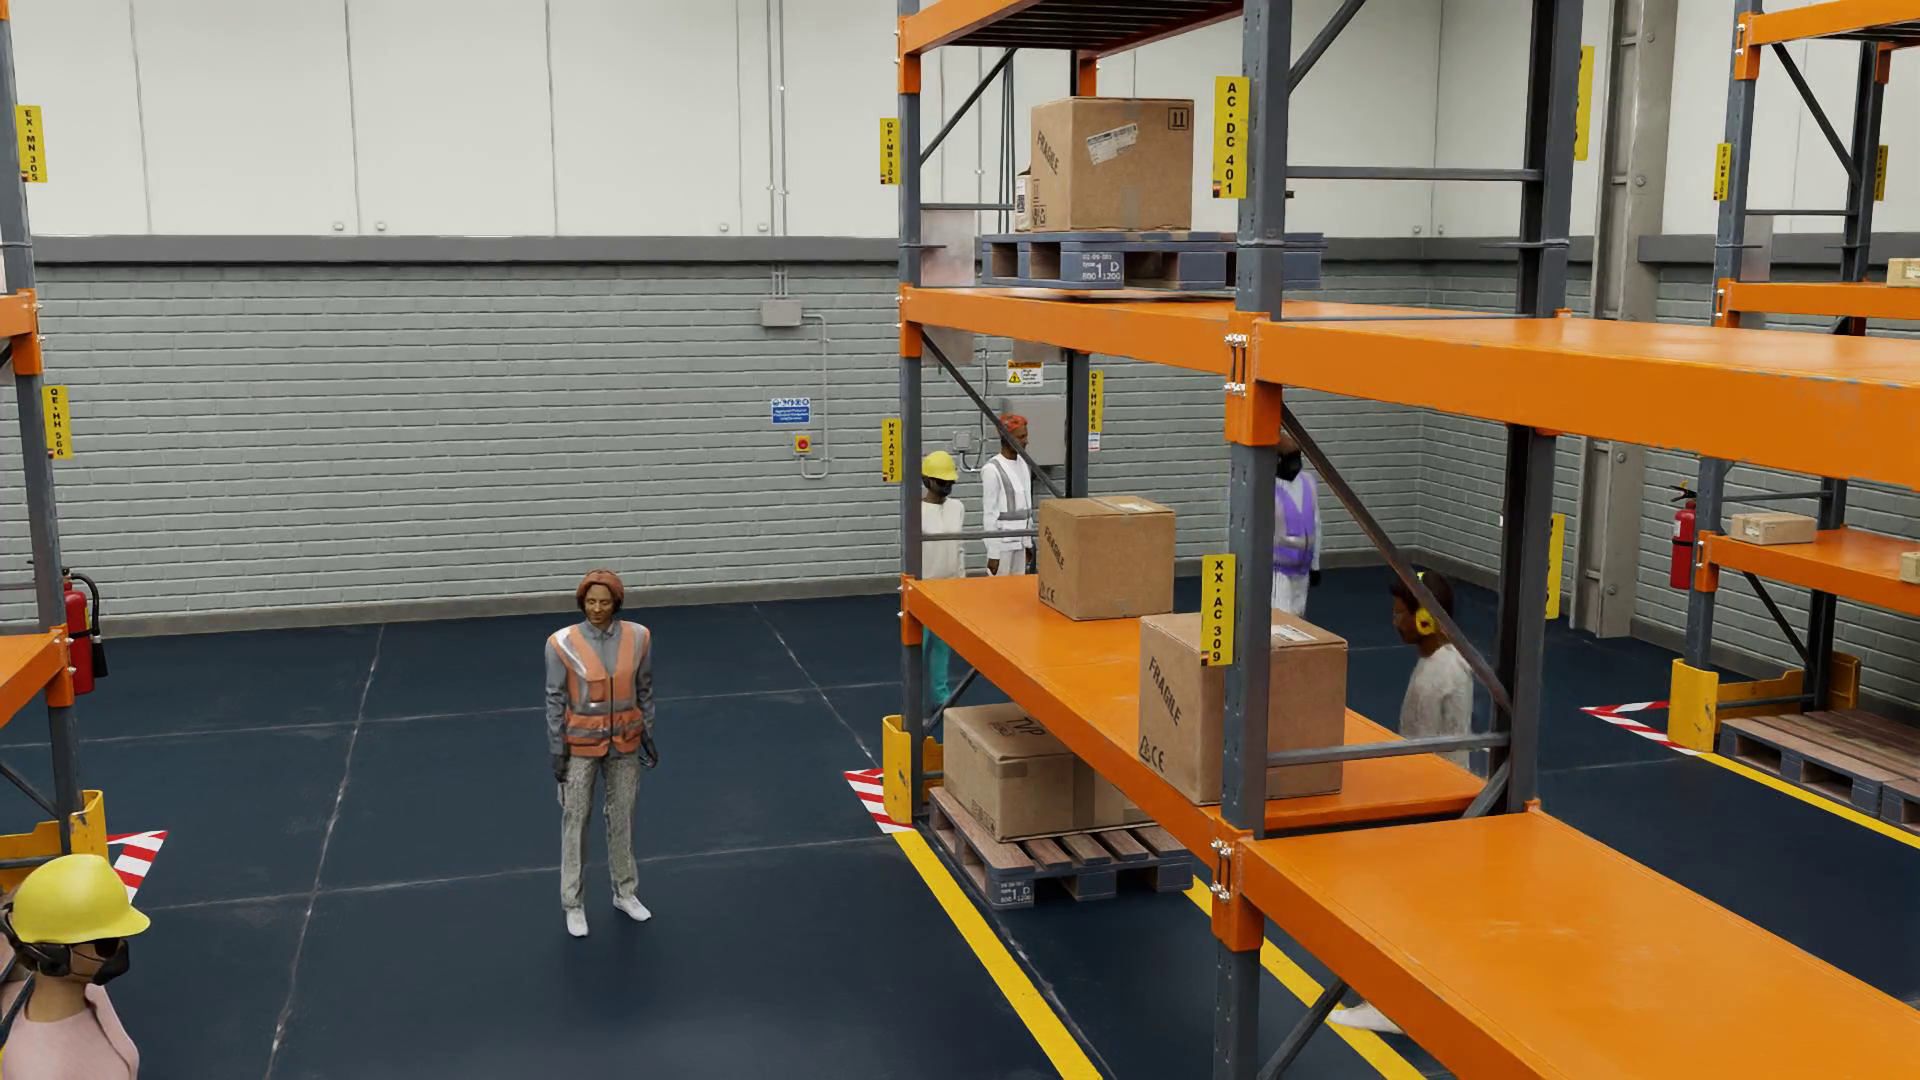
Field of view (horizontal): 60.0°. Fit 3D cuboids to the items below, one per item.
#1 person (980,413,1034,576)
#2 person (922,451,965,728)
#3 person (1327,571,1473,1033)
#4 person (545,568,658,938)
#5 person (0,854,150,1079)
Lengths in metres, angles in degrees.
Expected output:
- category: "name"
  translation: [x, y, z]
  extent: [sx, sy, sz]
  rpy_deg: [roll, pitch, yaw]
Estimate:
- category: "person"
  translation: [0.343, 0.035, 11.858]
  extent: [0.351, 1.878, 0.568]
  rpy_deg: [6, 11, 29]
- category: "person"
  translation: [-0.144, 0.308, 10.608]
  extent: [0.533, 1.765, 0.330]
  rpy_deg: [-10, 14, -44]
- category: "person"
  translation: [1.814, 1.019, 6.341]
  extent: [0.677, 1.844, 0.521]
  rpy_deg: [4, 11, 24]
- category: "person"
  translation: [-1.594, 0.931, 7.421]
  extent: [0.515, 1.636, 0.314]
  rpy_deg: [-7, 12, -34]
- category: "person"
  translation: [-1.902, 1.532, 3.654]
  extent: [0.335, 1.757, 0.517]
  rpy_deg: [-4, 11, -19]
